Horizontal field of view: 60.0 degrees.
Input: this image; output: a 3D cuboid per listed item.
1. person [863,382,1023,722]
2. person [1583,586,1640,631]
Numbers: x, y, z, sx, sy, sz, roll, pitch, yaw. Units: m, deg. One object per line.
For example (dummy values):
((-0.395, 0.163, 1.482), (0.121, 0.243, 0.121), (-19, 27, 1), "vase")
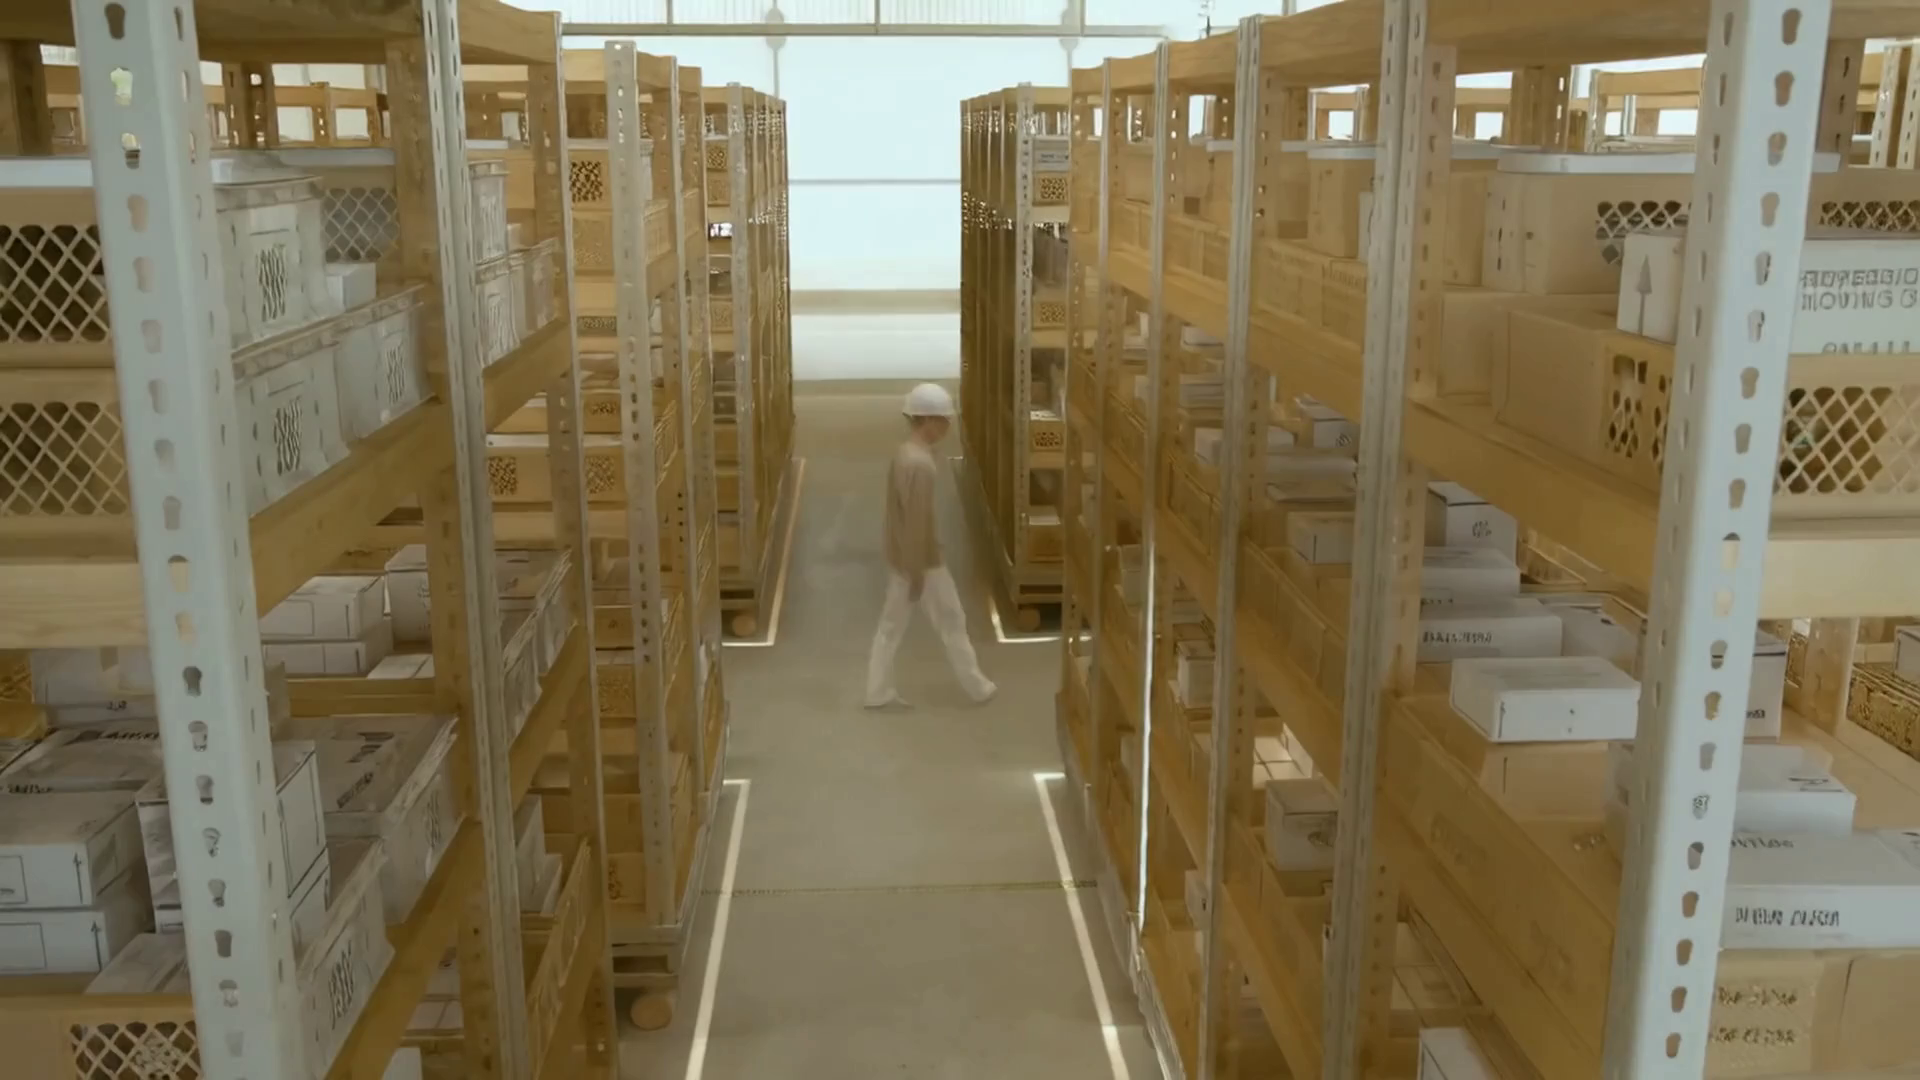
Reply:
((-0.121, 0.074, 9.415), (0.980, 1.945, 0.628), (-5, 15, -19), "person")
((3.441, 0.261, 9.018), (0.941, 1.795, 0.583), (3, 14, 13), "person")
